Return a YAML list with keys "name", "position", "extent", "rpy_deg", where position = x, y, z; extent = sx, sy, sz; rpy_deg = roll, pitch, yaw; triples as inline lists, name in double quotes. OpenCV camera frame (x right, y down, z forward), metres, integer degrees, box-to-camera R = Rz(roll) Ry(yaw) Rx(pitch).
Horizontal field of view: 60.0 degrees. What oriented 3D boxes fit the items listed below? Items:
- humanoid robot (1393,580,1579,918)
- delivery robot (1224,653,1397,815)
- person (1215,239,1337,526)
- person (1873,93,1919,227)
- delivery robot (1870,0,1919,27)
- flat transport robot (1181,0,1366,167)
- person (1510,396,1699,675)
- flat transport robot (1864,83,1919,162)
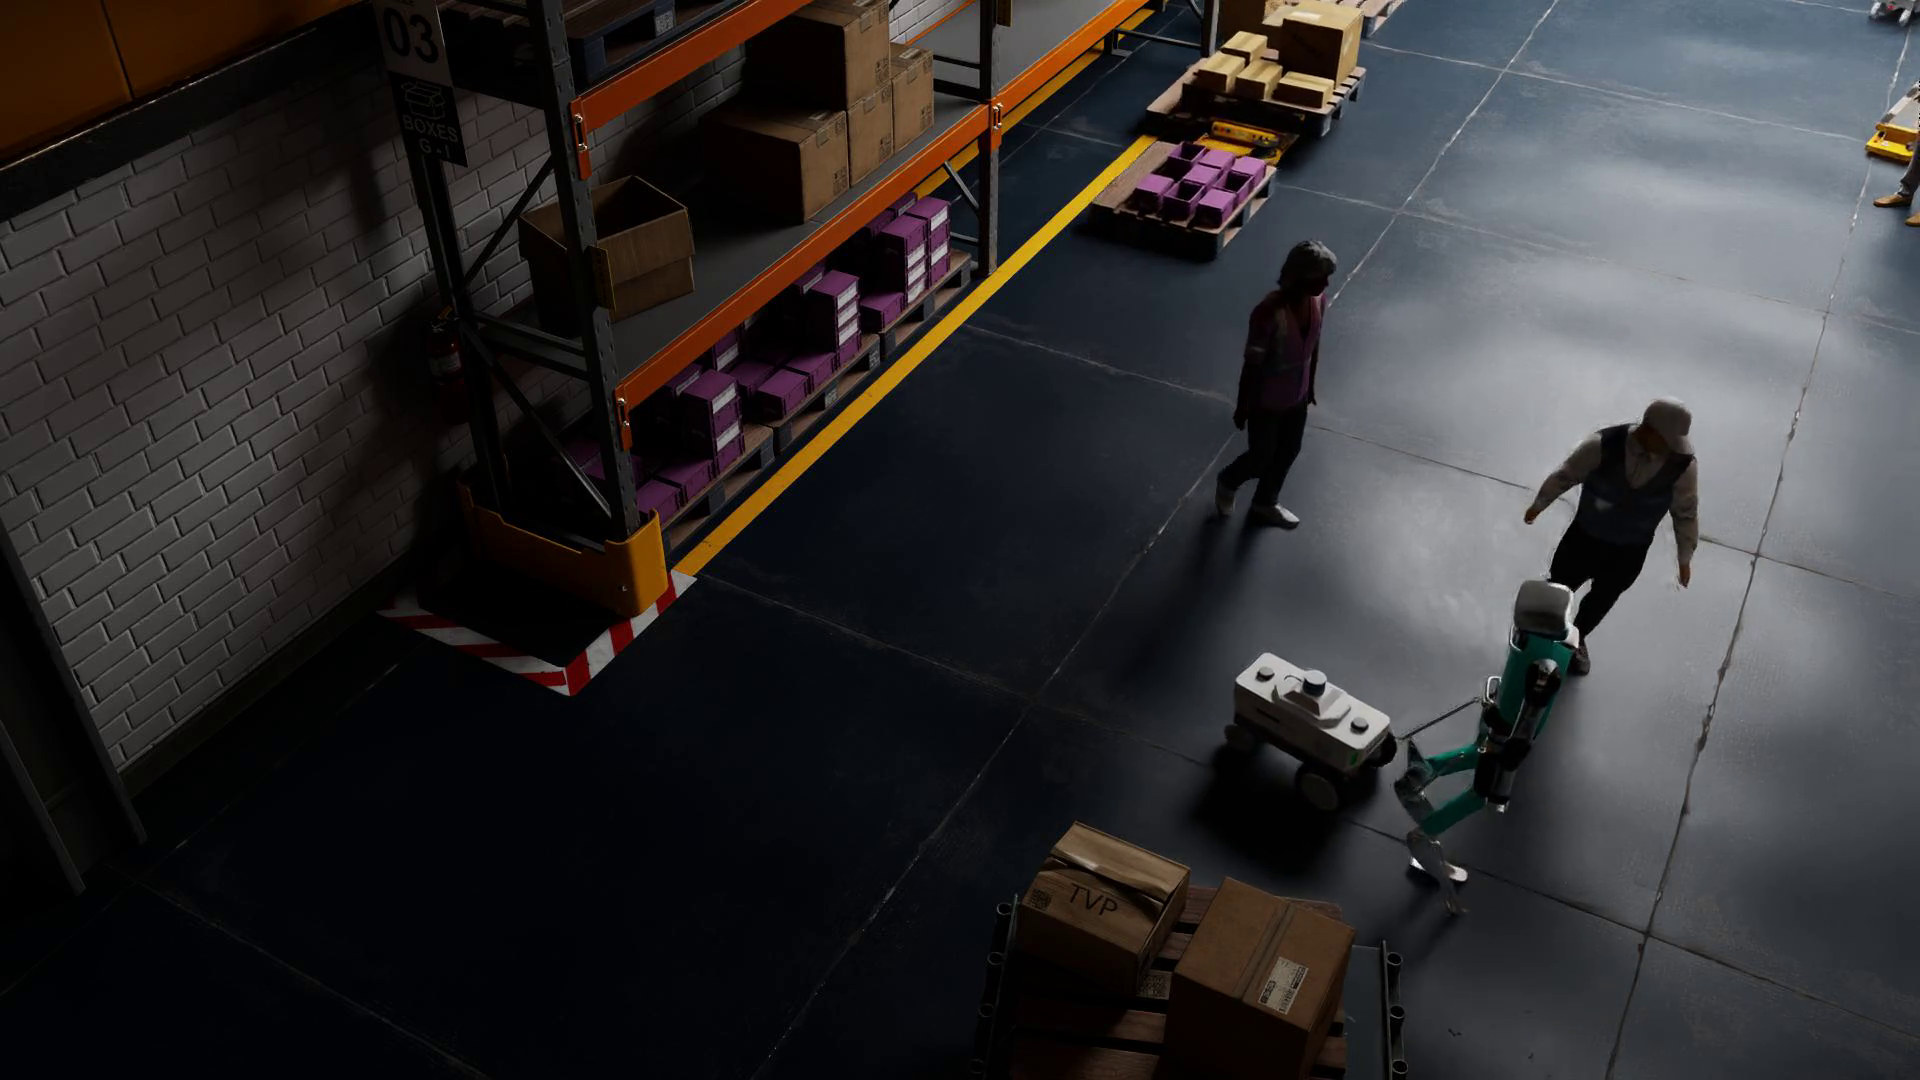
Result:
- name: "humanoid robot"
  position: [2.081, 0.864, 6.957]
  extent: [0.665, 1.792, 0.547]
  rpy_deg: [11, 40, 13]
- name: "delivery robot"
  position: [1.669, 0.885, 7.899]
  extent: [0.810, 0.612, 0.499]
  rpy_deg: [29, 47, 31]
- name: "person"
  position: [1.681, -0.834, 9.016]
  extent: [0.554, 1.825, 0.492]
  rpy_deg: [-25, 45, -28]
- name: "person"
  position: [7.124, -3.176, 11.891]
  extent: [0.357, 1.896, 0.561]
  rpy_deg: [-11, 40, -13]
- name: "delivery robot"
  position: [8.796, -5.110, 15.392]
  extent: [0.809, 0.611, 0.499]
  rpy_deg: [-31, 48, -33]
- name: "flat transport robot"
  position: [2.485, -3.426, 13.502]
  extent: [0.659, 0.231, 1.431]
  rpy_deg: [20, 43, 23]
- name: "person"
  position: [3.155, -0.016, 8.077]
  extent: [0.795, 1.717, 0.497]
  rpy_deg: [13, 40, 16]
- name: "flat transport robot"
  position: [7.884, -3.360, 13.419]
  extent: [0.659, 0.231, 1.431]
  rpy_deg: [28, 46, 30]
